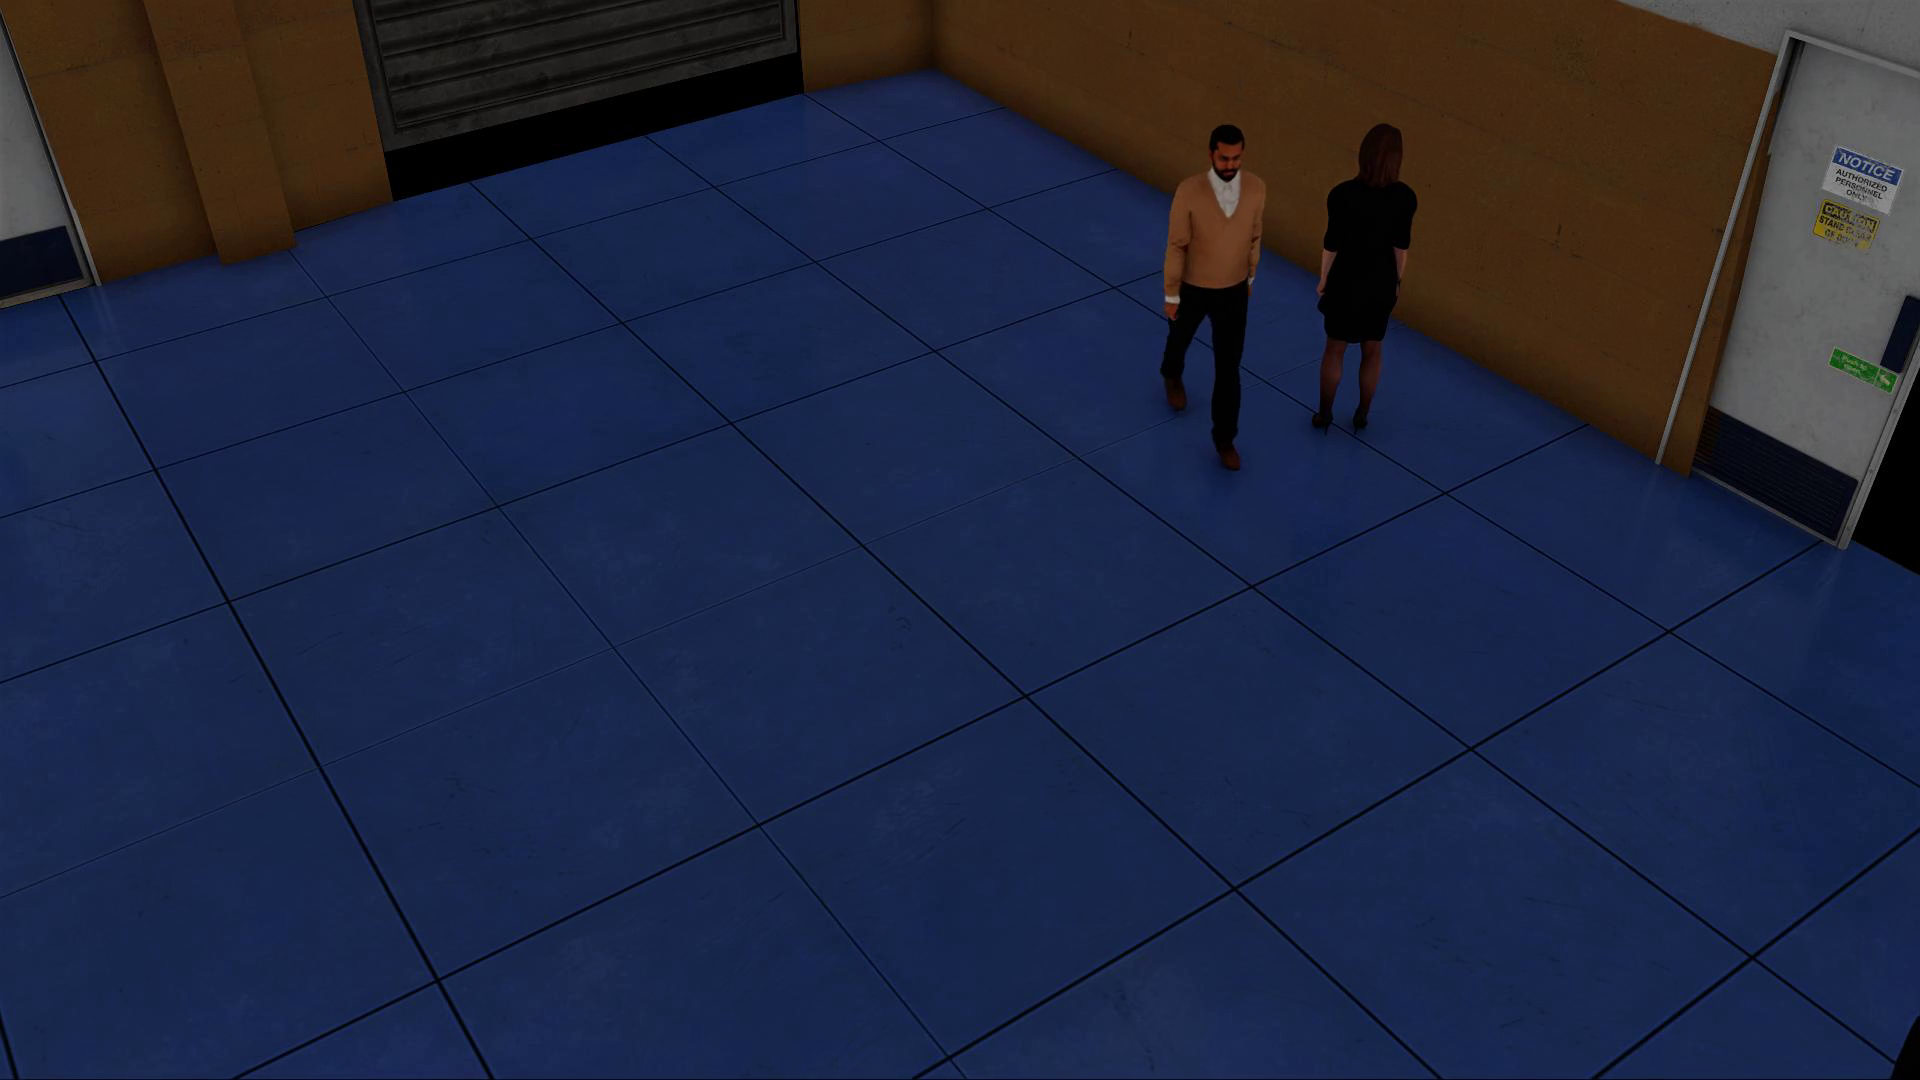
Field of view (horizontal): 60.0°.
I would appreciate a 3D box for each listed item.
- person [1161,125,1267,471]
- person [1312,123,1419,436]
[{"bbox_3d":[1.239,-1.312,8.474,1.221,1.706,1.097,-5,37,-7],"label":"person"},{"bbox_3d":[2.034,-1.291,8.432,0.627,1.706,0.714,2,37,3],"label":"person"}]
